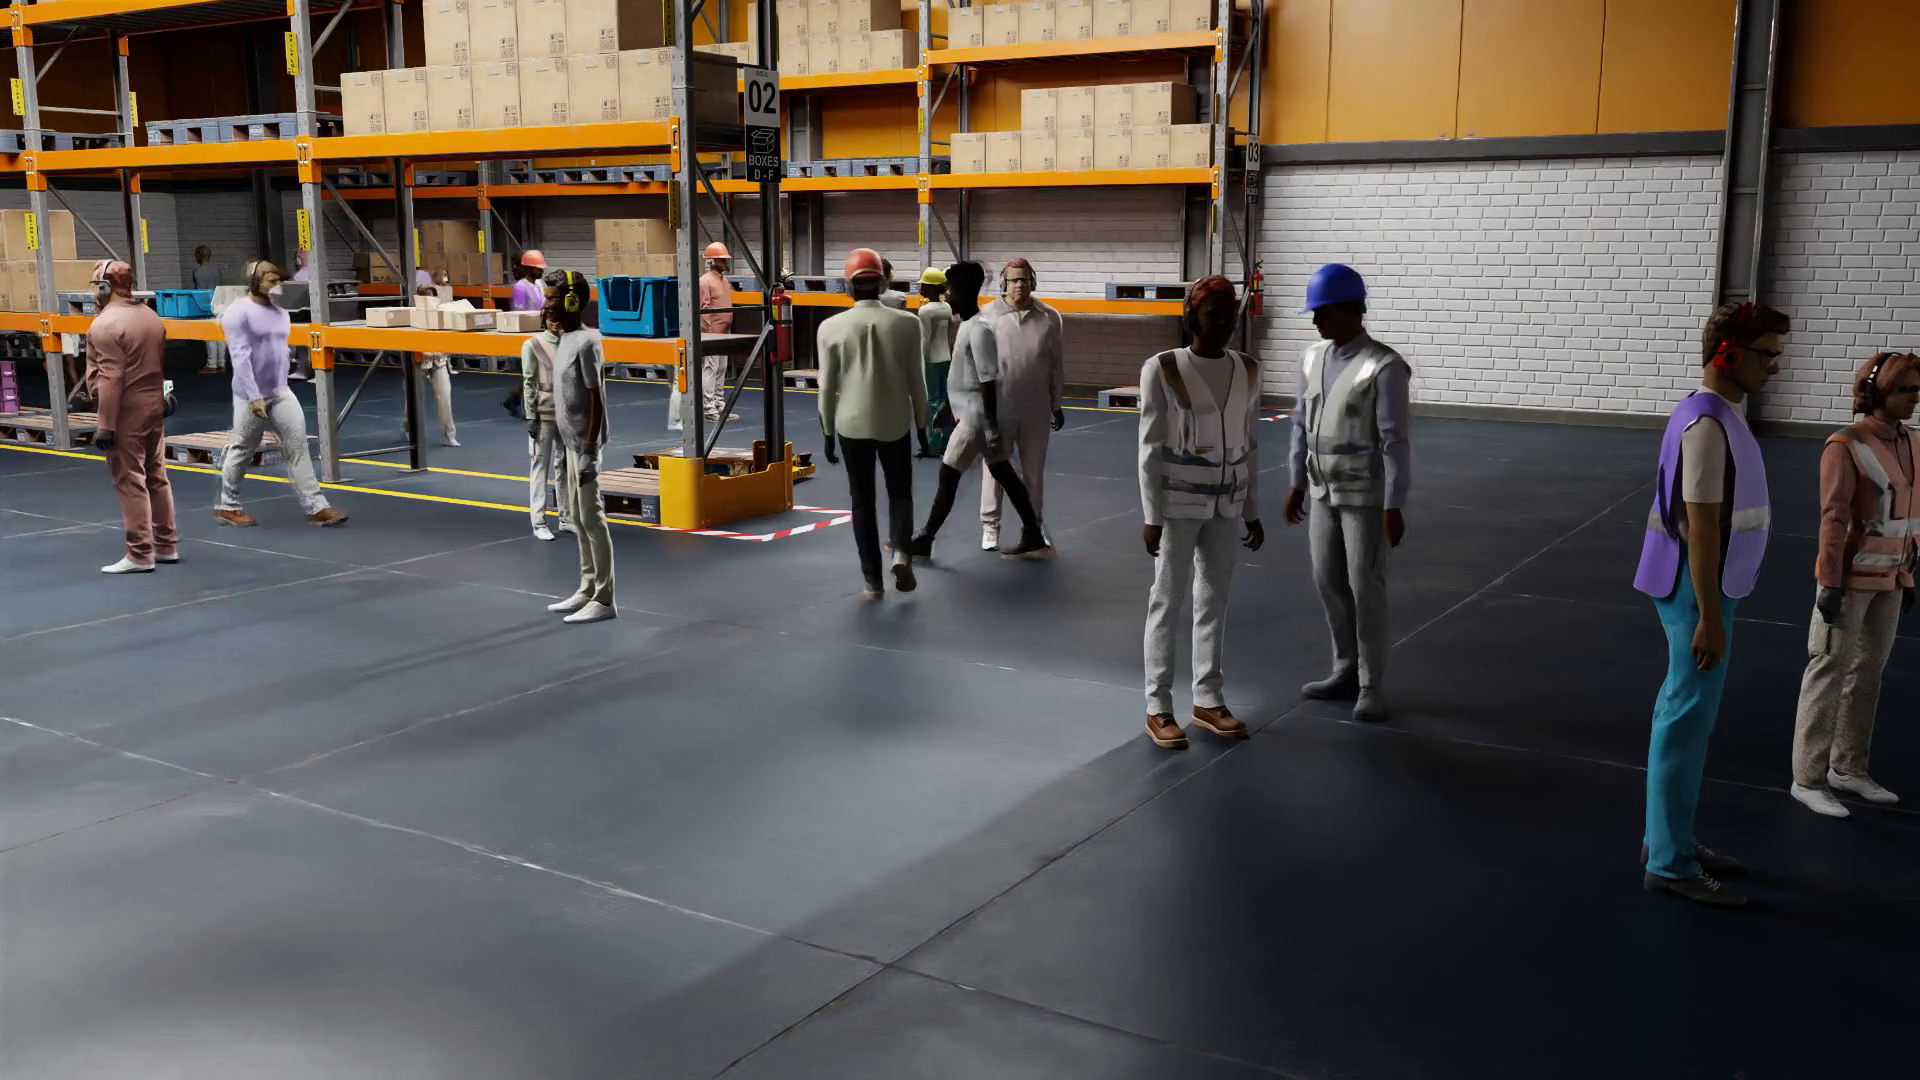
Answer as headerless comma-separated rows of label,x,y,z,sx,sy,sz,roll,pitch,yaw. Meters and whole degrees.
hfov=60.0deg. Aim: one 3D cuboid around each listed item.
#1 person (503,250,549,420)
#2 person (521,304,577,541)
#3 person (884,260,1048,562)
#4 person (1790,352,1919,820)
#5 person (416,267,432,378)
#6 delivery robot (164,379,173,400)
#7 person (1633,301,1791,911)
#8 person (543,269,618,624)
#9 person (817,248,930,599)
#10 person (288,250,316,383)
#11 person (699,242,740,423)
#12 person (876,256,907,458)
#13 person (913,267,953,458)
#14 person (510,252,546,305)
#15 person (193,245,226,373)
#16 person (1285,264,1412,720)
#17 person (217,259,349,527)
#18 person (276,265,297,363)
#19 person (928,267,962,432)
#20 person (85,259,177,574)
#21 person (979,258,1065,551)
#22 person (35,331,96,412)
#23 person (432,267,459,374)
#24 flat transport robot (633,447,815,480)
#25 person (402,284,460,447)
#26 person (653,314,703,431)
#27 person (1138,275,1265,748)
person,-4.773,-2.263,18.517,0.484,1.915,0.568,0,10,2
person,-2.745,-0.823,11.315,0.315,1.636,0.515,8,13,38
person,0.085,-0.786,10.389,1.041,1.900,0.624,0,10,2
person,3.200,0.156,5.882,0.523,1.638,0.310,-6,12,-30
person,-7.918,-3.282,24.303,0.709,1.866,0.628,1,10,3
delivery robot,-9.346,-1.697,18.893,0.707,0.478,0.477,-3,11,-15
person,2.291,0.189,5.146,0.390,1.838,0.563,4,11,23
person,-2.027,-0.490,8.821,0.327,1.871,0.514,-5,11,-25
person,-0.487,-0.634,9.320,0.631,1.975,0.496,-1,10,-7
person,-9.381,-3.160,23.611,0.847,1.878,0.648,1,10,4
person,-2.700,-2.301,18.508,0.375,1.995,0.610,3,11,15
person,-0.731,-1.695,15.521,0.507,1.864,0.329,-3,11,-16
person,-0.250,-1.648,15.517,0.299,1.772,0.533,5,12,28
person,-4.884,-2.369,19.198,0.518,1.887,0.616,-1,10,-5
person,-11.459,-3.507,25.345,0.372,1.940,0.631,1,10,6
person,1.636,-0.200,7.075,0.451,1.925,0.674,-5,11,-24
person,-4.839,-1.005,11.647,0.987,1.895,0.642,4,11,21
person,-11.122,-3.720,27.425,0.377,1.621,0.500,9,14,42
person,-0.098,-1.708,15.853,0.314,1.769,0.523,10,14,43
person,-5.094,-0.750,10.159,0.403,1.906,0.651,0,10,3
person,0.378,-0.880,10.880,0.654,1.906,0.406,-2,10,-13
person,-10.547,-2.511,19.682,1.031,1.984,0.630,6,12,31
person,-7.781,-3.288,25.009,0.283,1.626,0.502,5,11,24
flat transport robot,-2.012,-0.645,14.112,1.431,0.197,0.652,3,11,17
person,-5.285,-1.725,16.416,0.532,1.605,0.837,-10,14,-44
person,-3.015,-1.970,17.837,0.521,1.584,0.733,3,11,16
person,0.973,-0.114,6.701,0.572,1.883,0.358,-5,11,-26
